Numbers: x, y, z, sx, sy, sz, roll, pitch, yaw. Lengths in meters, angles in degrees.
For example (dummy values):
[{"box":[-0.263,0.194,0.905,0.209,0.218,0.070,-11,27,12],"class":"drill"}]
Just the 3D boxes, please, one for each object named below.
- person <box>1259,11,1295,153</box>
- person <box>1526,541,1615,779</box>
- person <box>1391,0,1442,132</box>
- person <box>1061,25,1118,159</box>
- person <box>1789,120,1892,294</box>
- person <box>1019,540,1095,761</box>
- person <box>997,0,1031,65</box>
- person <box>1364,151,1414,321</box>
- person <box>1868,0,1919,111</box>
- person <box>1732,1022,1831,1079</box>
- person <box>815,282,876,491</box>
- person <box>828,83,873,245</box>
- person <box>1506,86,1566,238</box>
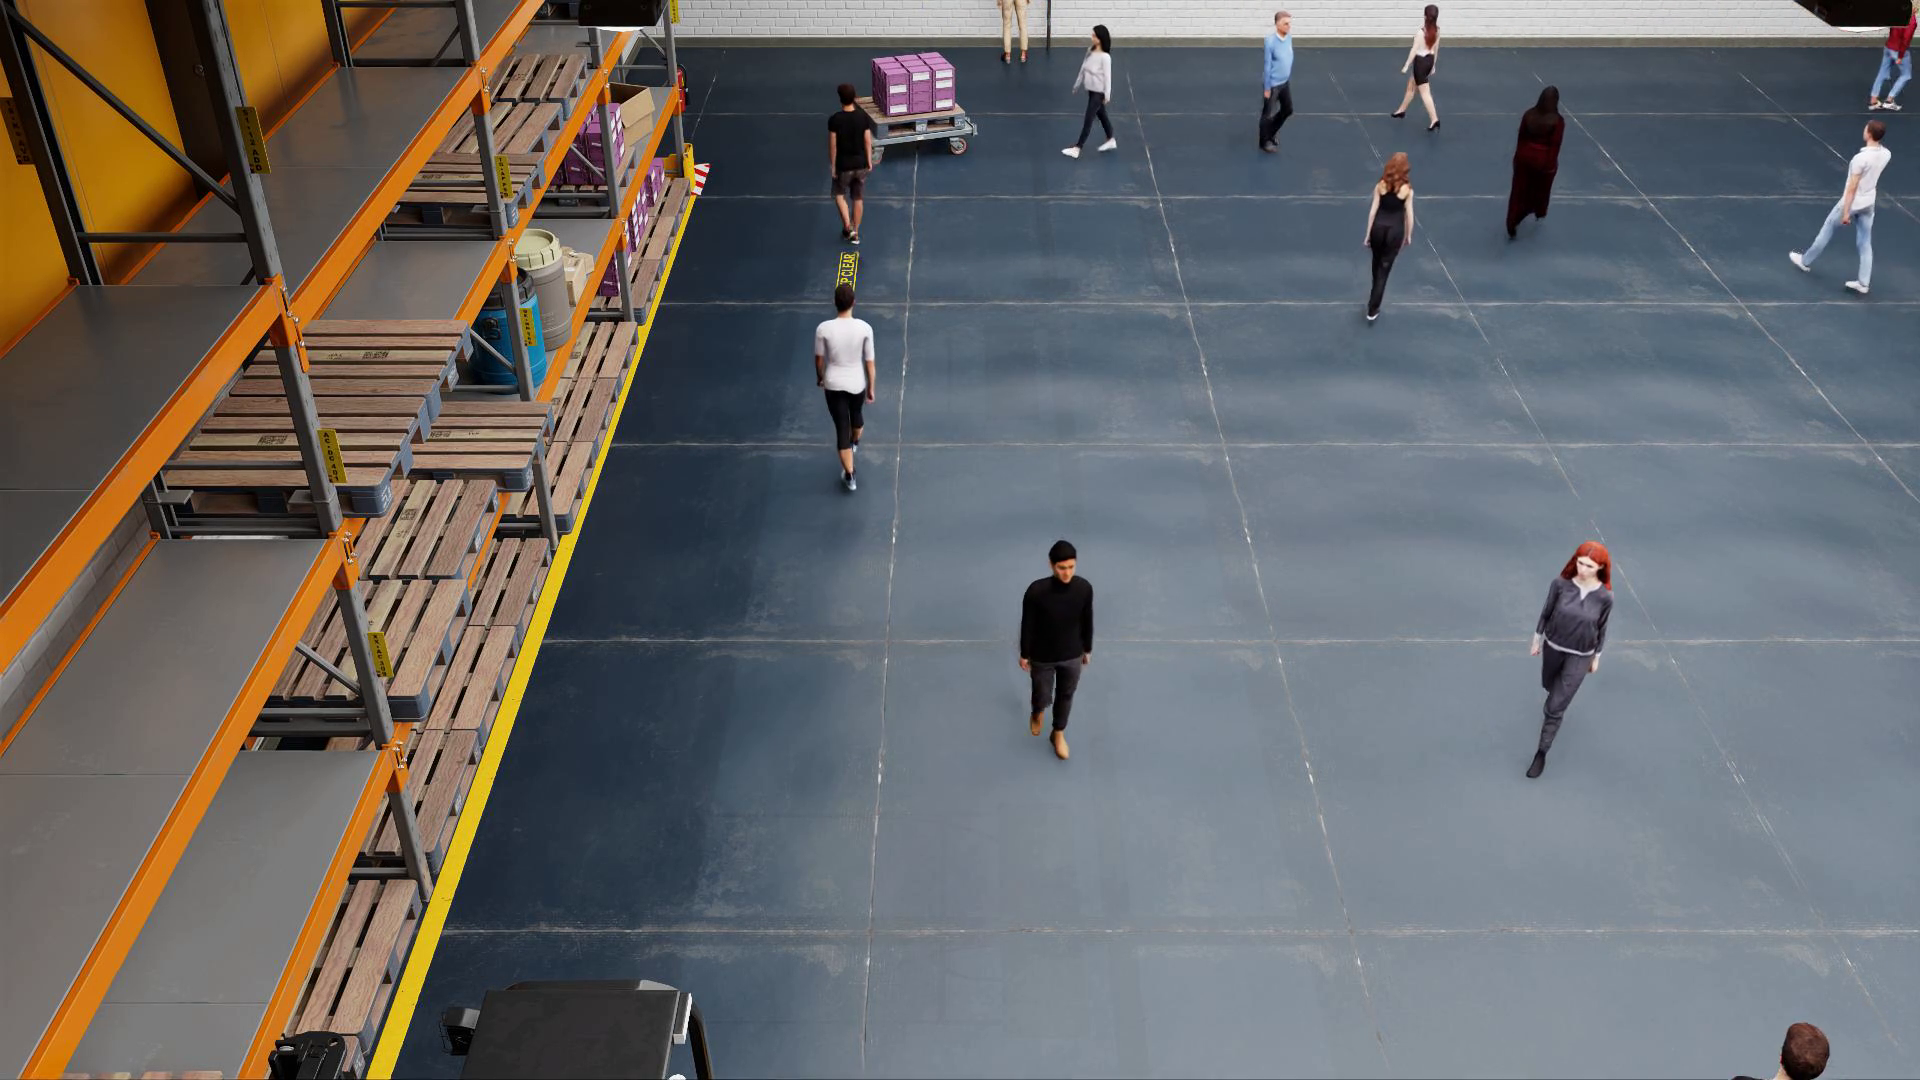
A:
[{"box":[3.977,-5.882,21.263,0.780,1.803,0.823,-25,41,-33],"class":"person"},{"box":[4.171,0.728,11.367,1.011,1.751,1.188,21,39,29],"class":"person"},{"box":[6.130,-6.148,21.842,0.988,1.606,1.121,-23,40,-31],"class":"person"},{"box":[1.812,-5.682,21.097,1.015,1.654,1.135,-15,36,-21],"class":"person"},{"box":[9.611,-3.502,17.687,0.928,1.799,1.290,-11,35,-16],"class":"person"},{"box":[0.645,0.704,11.433,0.730,1.717,0.762,-6,34,-9],"class":"person"},{"box":[0.795,-7.922,24.283,0.644,1.858,0.544,-3,34,-4],"class":"person"},{"box":[4.391,-3.102,17.181,0.925,1.693,1.219,14,36,20],"class":"person"},{"box":[12.619,-6.609,22.521,0.725,1.622,0.614,-6,34,-9],"class":"person"},{"box":[3.698,3.063,7.763,1.063,1.851,1.336,15,36,21],"class":"person"},{"box":[-0.982,-1.276,14.326,0.783,1.812,1.166,-6,34,-8],"class":"person"},{"box":[-1.204,-4.174,18.651,0.773,1.851,0.851,-10,35,-14],"class":"person"},{"box":[6.486,-4.242,18.876,1.043,1.715,1.162,22,40,30],"class":"person"}]
